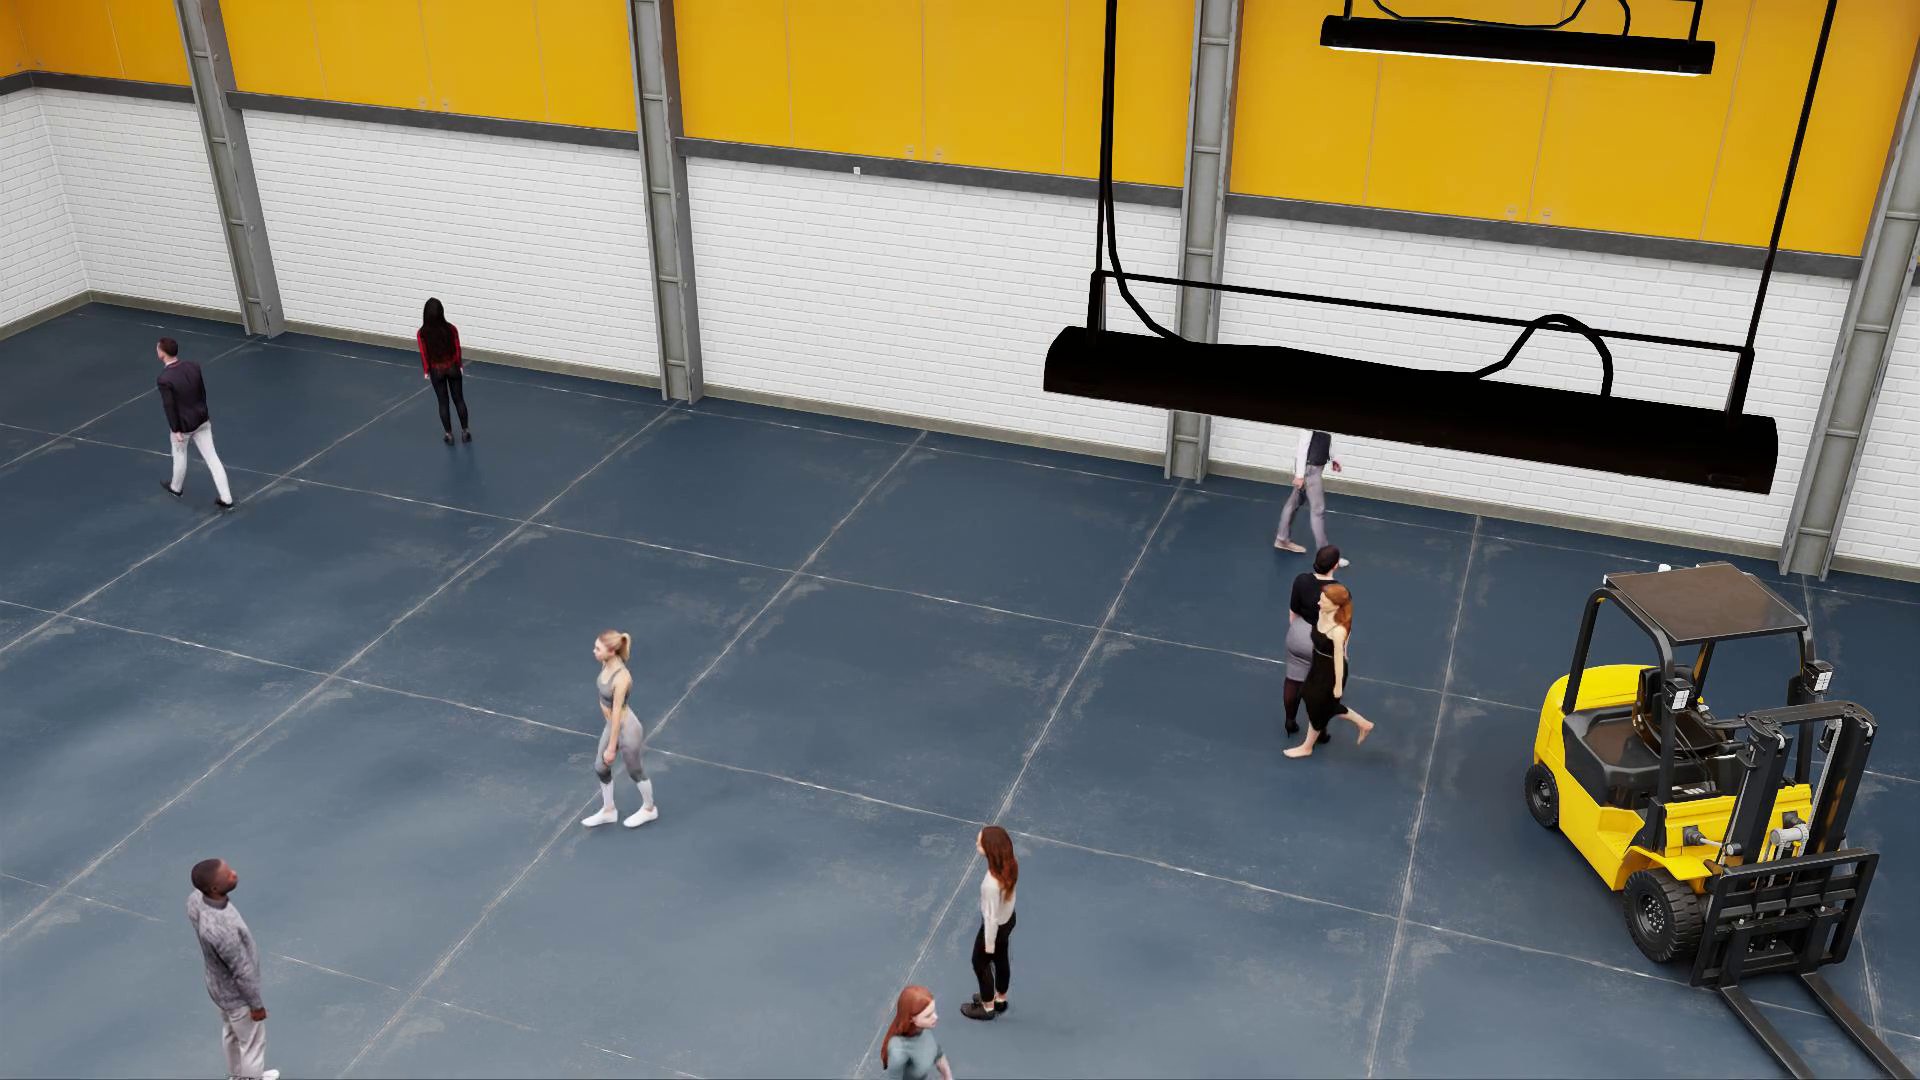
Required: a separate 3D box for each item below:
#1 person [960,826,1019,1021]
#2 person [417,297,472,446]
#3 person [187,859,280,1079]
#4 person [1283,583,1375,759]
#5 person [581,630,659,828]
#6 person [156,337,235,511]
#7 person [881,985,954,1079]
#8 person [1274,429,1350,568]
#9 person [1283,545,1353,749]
[{"bbox_3d":[0.282,2.405,10.453,0.542,1.479,0.558,10,30,18],"label":"person"},{"bbox_3d":[-5.577,-1.825,18.022,0.652,1.657,0.716,-12,31,-21],"label":"person"},{"bbox_3d":[-4.259,2.611,9.708,0.828,1.831,0.684,-23,36,-36],"label":"person"},{"bbox_3d":[2.925,1.038,12.833,1.027,1.601,0.845,-2,29,-4],"label":"person"},{"bbox_3d":[-2.375,1.379,12.117,0.877,1.687,0.834,-16,33,-27],"label":"person"},{"bbox_3d":[-7.595,-1.119,16.584,1.213,1.795,0.865,18,33,30],"label":"person"},{"bbox_3d":[-0.363,3.055,9.029,1.083,1.701,0.616,8,30,14],"label":"person"},{"bbox_3d":[3.231,-0.727,15.741,1.036,1.914,0.749,13,31,22],"label":"person"},{"bbox_3d":[2.796,0.825,13.057,0.664,1.760,0.807,21,35,33],"label":"person"}]
